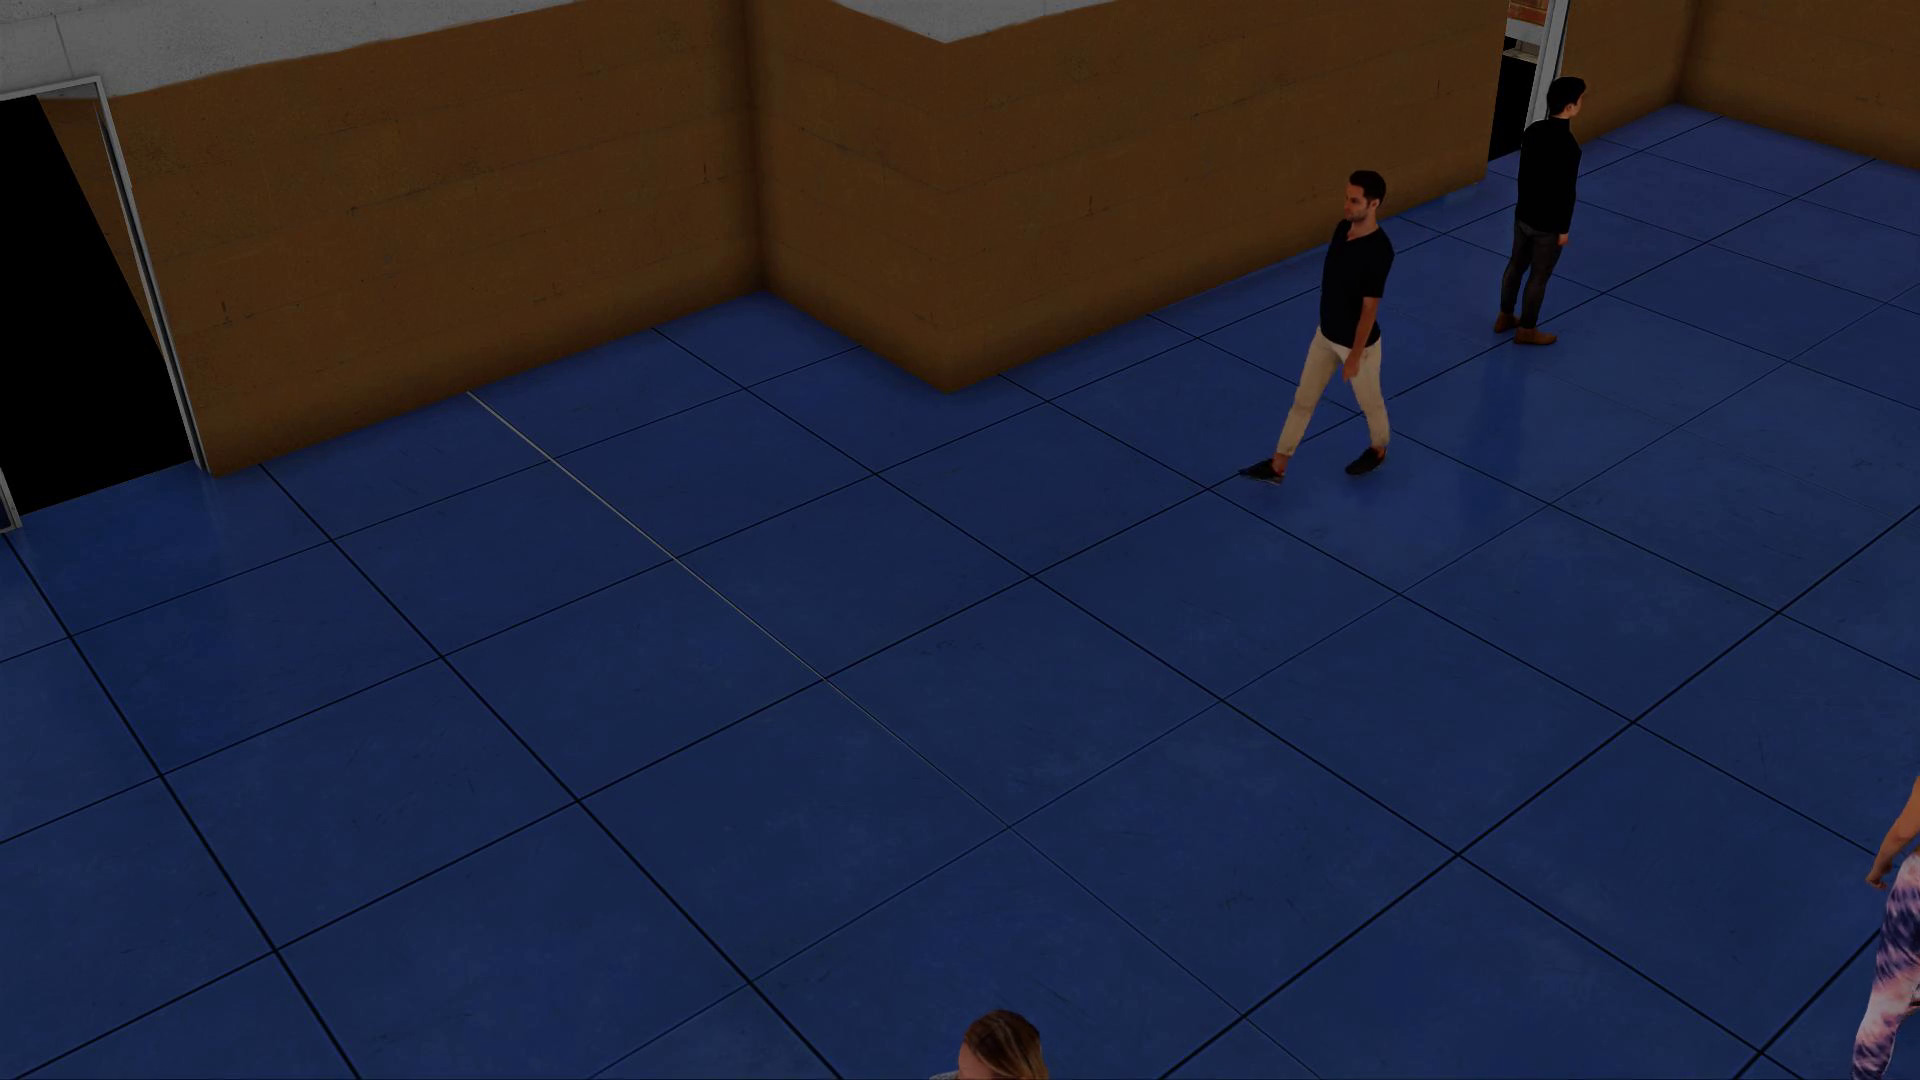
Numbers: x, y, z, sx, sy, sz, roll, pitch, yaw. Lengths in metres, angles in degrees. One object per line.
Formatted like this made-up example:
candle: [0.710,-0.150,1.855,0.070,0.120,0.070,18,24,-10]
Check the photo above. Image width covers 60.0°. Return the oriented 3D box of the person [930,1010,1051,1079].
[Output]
person: [0.099,1.891,4.471,0.496,1.795,0.682,24,41,32]

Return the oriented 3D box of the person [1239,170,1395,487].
person: [2.157,-1.087,8.917,0.956,1.802,1.183,-14,36,-20]

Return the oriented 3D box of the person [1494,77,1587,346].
person: [3.676,-2.071,10.492,0.767,1.723,0.598,-12,35,-17]

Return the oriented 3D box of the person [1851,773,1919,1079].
person: [3.189,1.290,5.437,1.136,1.725,0.902,20,38,27]
